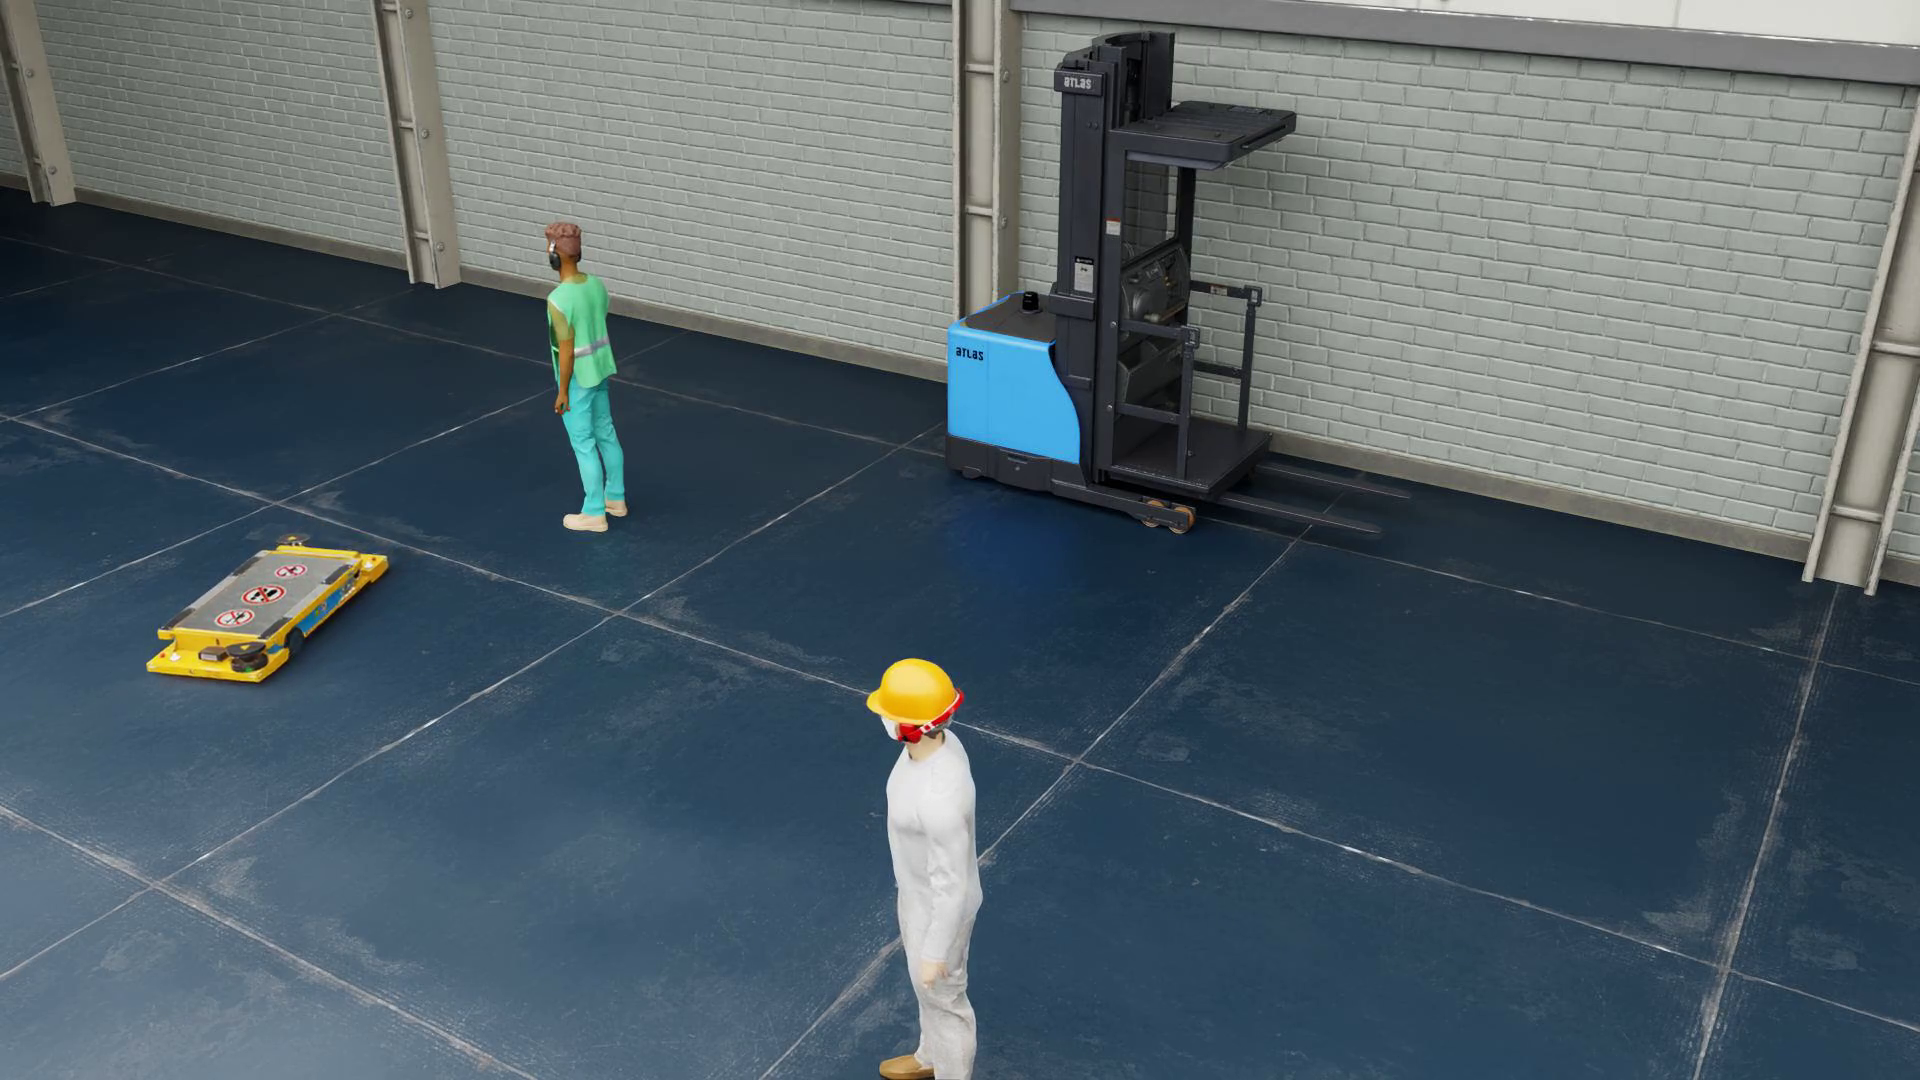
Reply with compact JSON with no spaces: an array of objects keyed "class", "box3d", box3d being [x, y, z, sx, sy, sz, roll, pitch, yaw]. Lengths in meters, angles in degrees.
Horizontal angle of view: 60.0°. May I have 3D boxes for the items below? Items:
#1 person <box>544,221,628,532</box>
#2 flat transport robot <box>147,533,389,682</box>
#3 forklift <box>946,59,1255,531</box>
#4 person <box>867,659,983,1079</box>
[{"class":"person","box3d":[-2.345,-1.006,10.389,0.388,1.977,0.486,10,27,20]},{"class":"flat transport robot","box3d":[-3.911,0.371,9.475,0.659,0.231,1.431,4,26,9]},{"class":"forklift","box3d":[0.933,-1.707,10.833,1.873,2.768,1.129,15,29,28]},{"class":"person","box3d":[-0.111,1.246,5.726,0.376,1.893,0.571,-4,26,-7]}]
